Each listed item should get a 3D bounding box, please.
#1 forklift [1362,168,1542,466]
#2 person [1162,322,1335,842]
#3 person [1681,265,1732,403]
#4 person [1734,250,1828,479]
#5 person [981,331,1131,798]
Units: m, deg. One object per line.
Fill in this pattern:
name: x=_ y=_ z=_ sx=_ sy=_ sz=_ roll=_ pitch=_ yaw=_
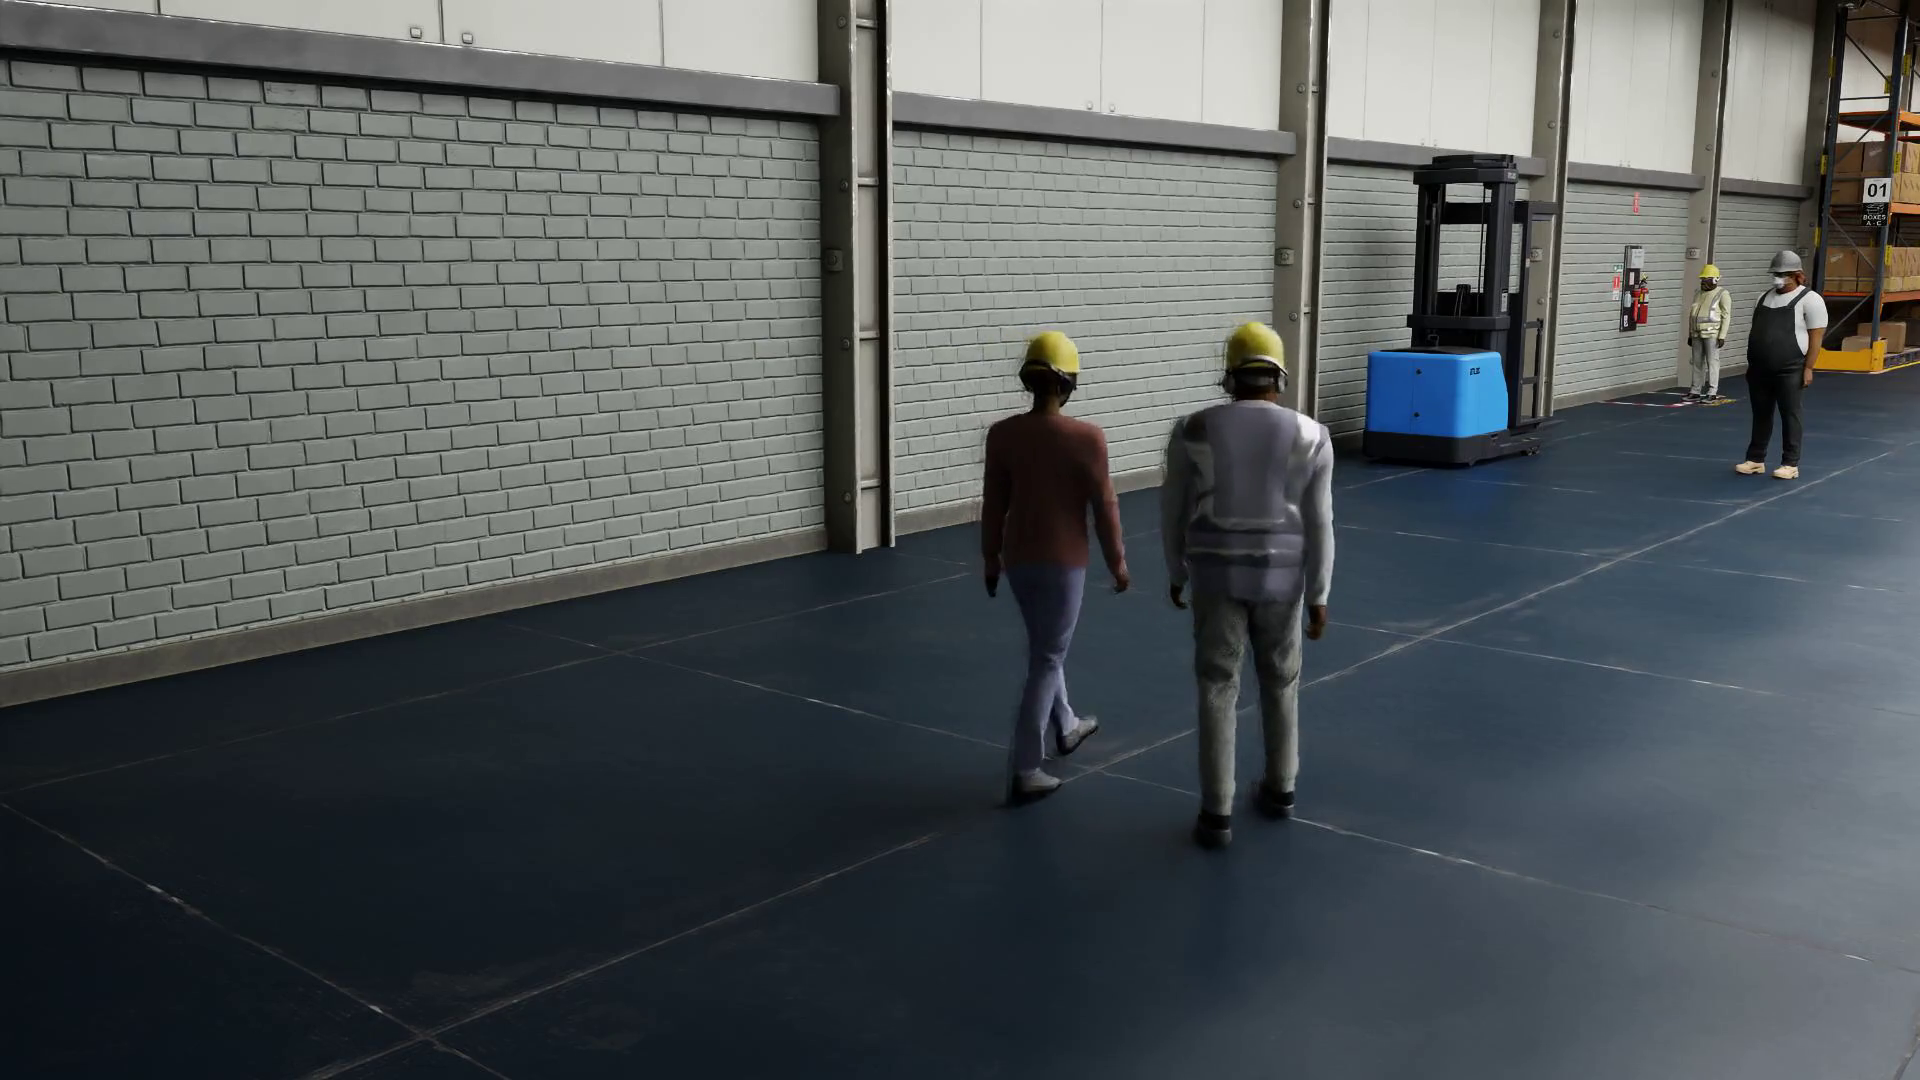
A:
forklift: x=4.875 y=-2.212 z=16.287 sx=1.129 sy=2.768 sz=1.873 roll=8 pitch=13 yaw=40
person: x=1.012 y=0.143 z=5.900 sx=0.606 sy=1.799 sz=0.644 roll=2 pitch=10 yaw=10
person: x=9.964 y=-2.751 z=22.217 sx=0.404 sy=1.830 sz=0.600 roll=-4 pitch=11 yaw=-23
person: x=7.358 y=-1.565 z=14.993 sx=0.538 sy=2.000 sz=0.690 roll=-5 pitch=11 yaw=-27
person: x=0.403 y=0.076 z=6.404 sx=0.535 sy=1.737 sz=0.828 roll=8 pitch=13 yaw=40
